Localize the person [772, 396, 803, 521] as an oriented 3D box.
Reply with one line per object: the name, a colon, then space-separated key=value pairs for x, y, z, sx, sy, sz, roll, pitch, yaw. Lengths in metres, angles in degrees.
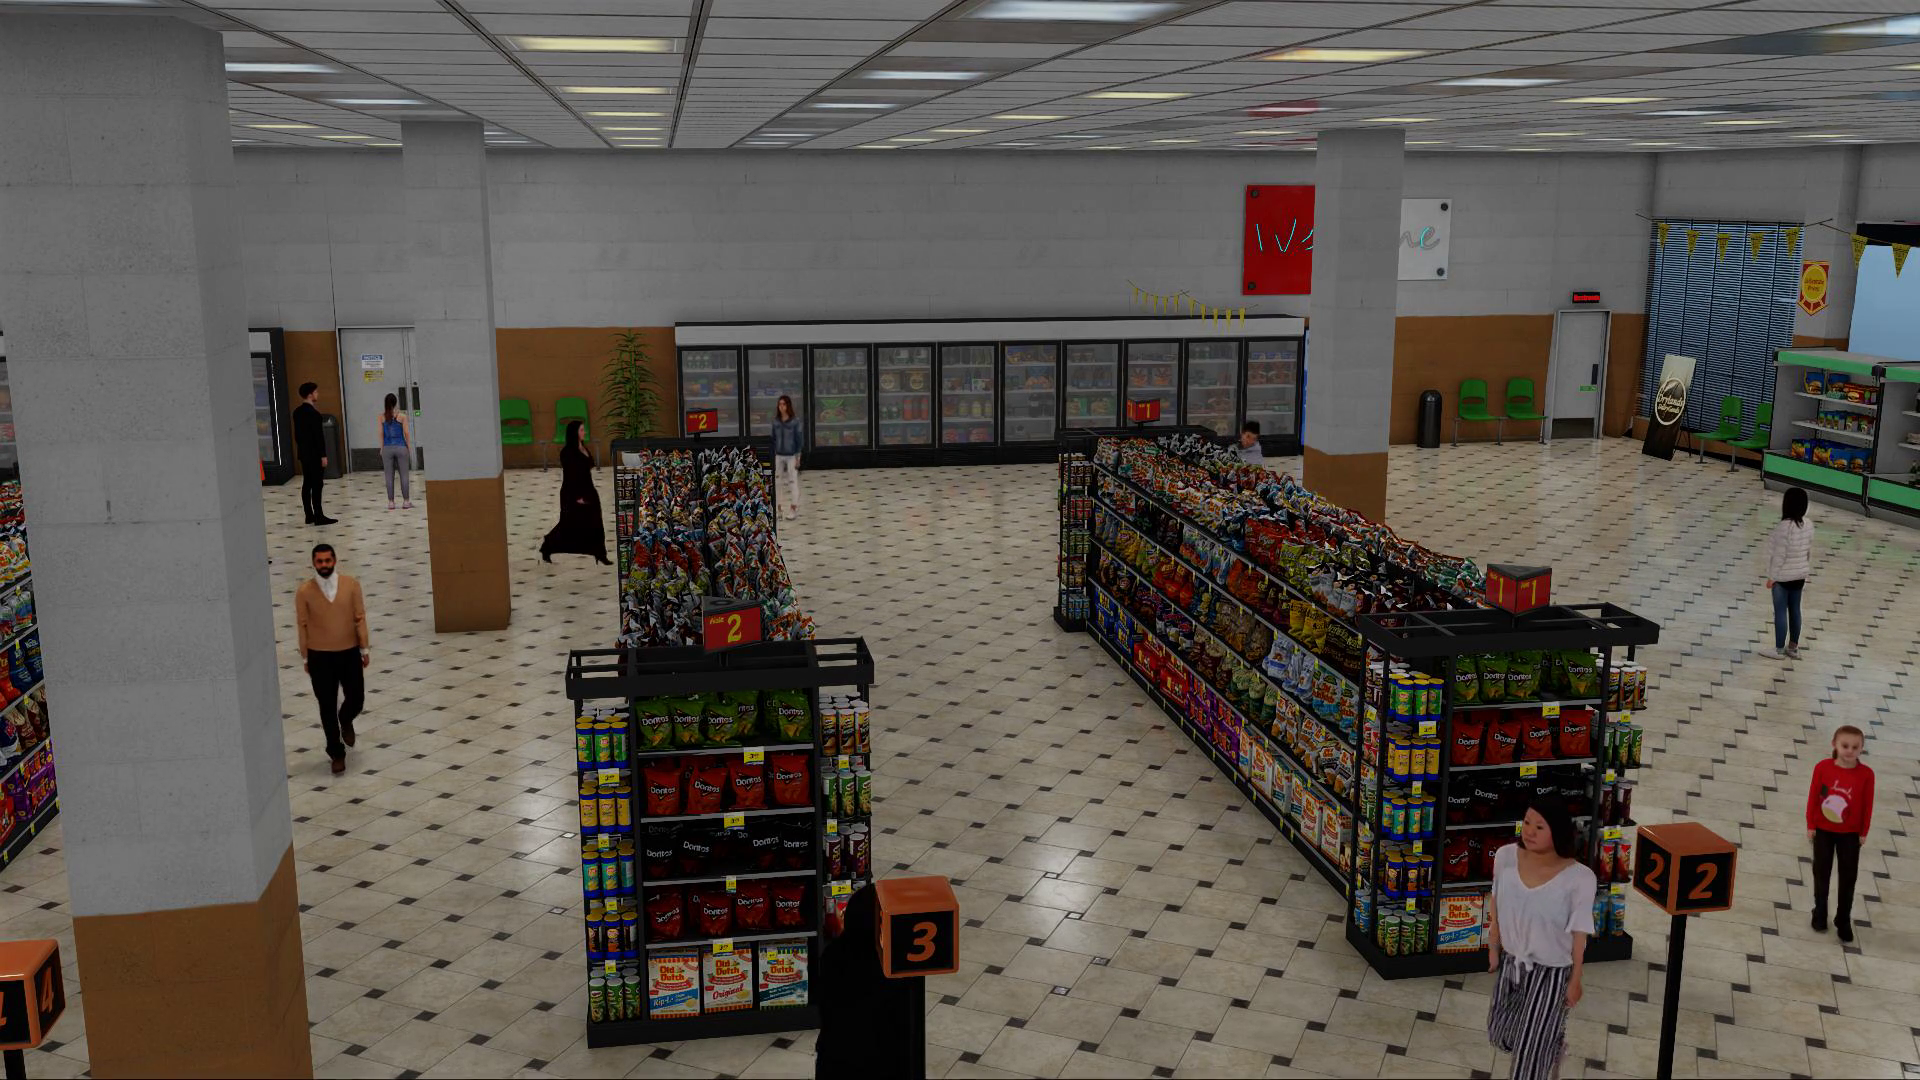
person: x=-2.288 y=-1.104 z=22.314 sx=0.810 sy=1.686 sz=0.894 roll=3 pitch=12 yaw=16

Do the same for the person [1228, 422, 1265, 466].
person: x=3.121 y=-0.420 z=18.570 sx=1.011 sy=1.890 sz=0.768 roll=-5 pitch=13 yaw=-22

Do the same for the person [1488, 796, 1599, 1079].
person: x=2.735 y=1.974 z=7.760 sx=0.974 sy=1.660 sz=0.984 roll=-9 pitch=15 yaw=-37

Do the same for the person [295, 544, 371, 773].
person: x=-4.809 y=0.871 z=12.798 sx=0.836 sy=1.742 sz=1.047 roll=-6 pitch=13 yaw=-27

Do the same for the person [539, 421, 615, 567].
person: x=-4.541 y=-0.497 z=19.357 sx=0.989 sy=1.717 sz=1.130 roll=3 pitch=12 yaw=12

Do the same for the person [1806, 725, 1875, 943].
person: x=5.241 y=1.710 z=9.955 sx=0.625 sy=1.272 sz=0.687 roll=6 pitch=13 yaw=28

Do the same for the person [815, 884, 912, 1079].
person: x=-0.415 y=2.227 z=6.766 sx=0.982 sy=1.574 sz=1.196 roll=4 pitch=13 yaw=18

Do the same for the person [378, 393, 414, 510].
person: x=-7.867 y=-1.239 z=23.143 sx=0.550 sy=1.609 sz=0.522 roll=-2 pitch=12 yaw=-11

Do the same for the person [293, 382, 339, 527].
person: x=-8.588 y=-1.148 z=22.023 sx=0.772 sy=1.892 sz=0.844 roll=9 pitch=15 yaw=37

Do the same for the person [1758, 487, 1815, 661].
person: x=7.831 y=0.311 z=15.715 sx=0.678 sy=1.637 sz=0.633 roll=-5 pitch=13 yaw=-24
